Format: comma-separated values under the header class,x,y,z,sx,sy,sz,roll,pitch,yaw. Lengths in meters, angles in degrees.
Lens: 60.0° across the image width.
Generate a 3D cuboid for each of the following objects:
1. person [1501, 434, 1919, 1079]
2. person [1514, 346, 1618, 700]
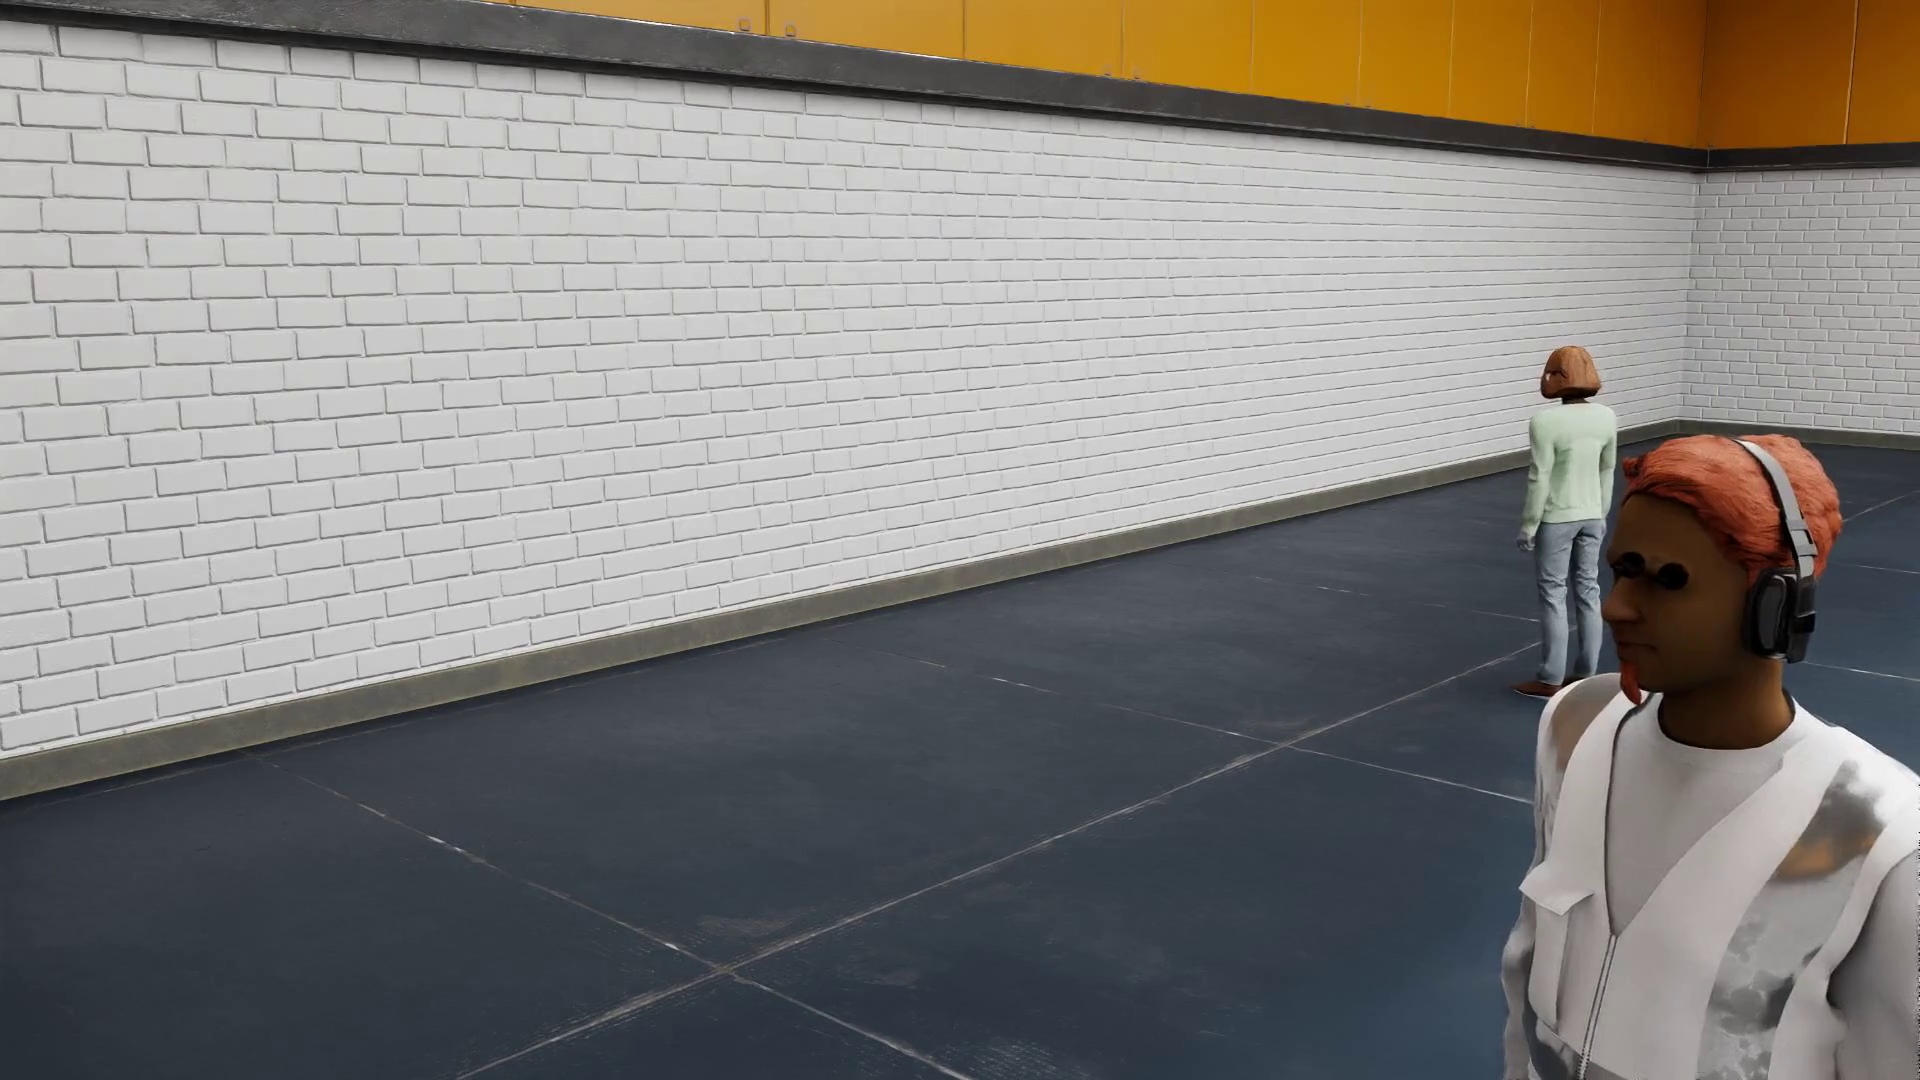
class,x,y,z,sx,sy,sz,roll,pitch,yaw
person,0.810,0.816,1.883,0.361,1.882,0.575,-4,11,-21
person,2.791,-0.074,7.661,0.507,1.631,0.268,-4,11,-24
